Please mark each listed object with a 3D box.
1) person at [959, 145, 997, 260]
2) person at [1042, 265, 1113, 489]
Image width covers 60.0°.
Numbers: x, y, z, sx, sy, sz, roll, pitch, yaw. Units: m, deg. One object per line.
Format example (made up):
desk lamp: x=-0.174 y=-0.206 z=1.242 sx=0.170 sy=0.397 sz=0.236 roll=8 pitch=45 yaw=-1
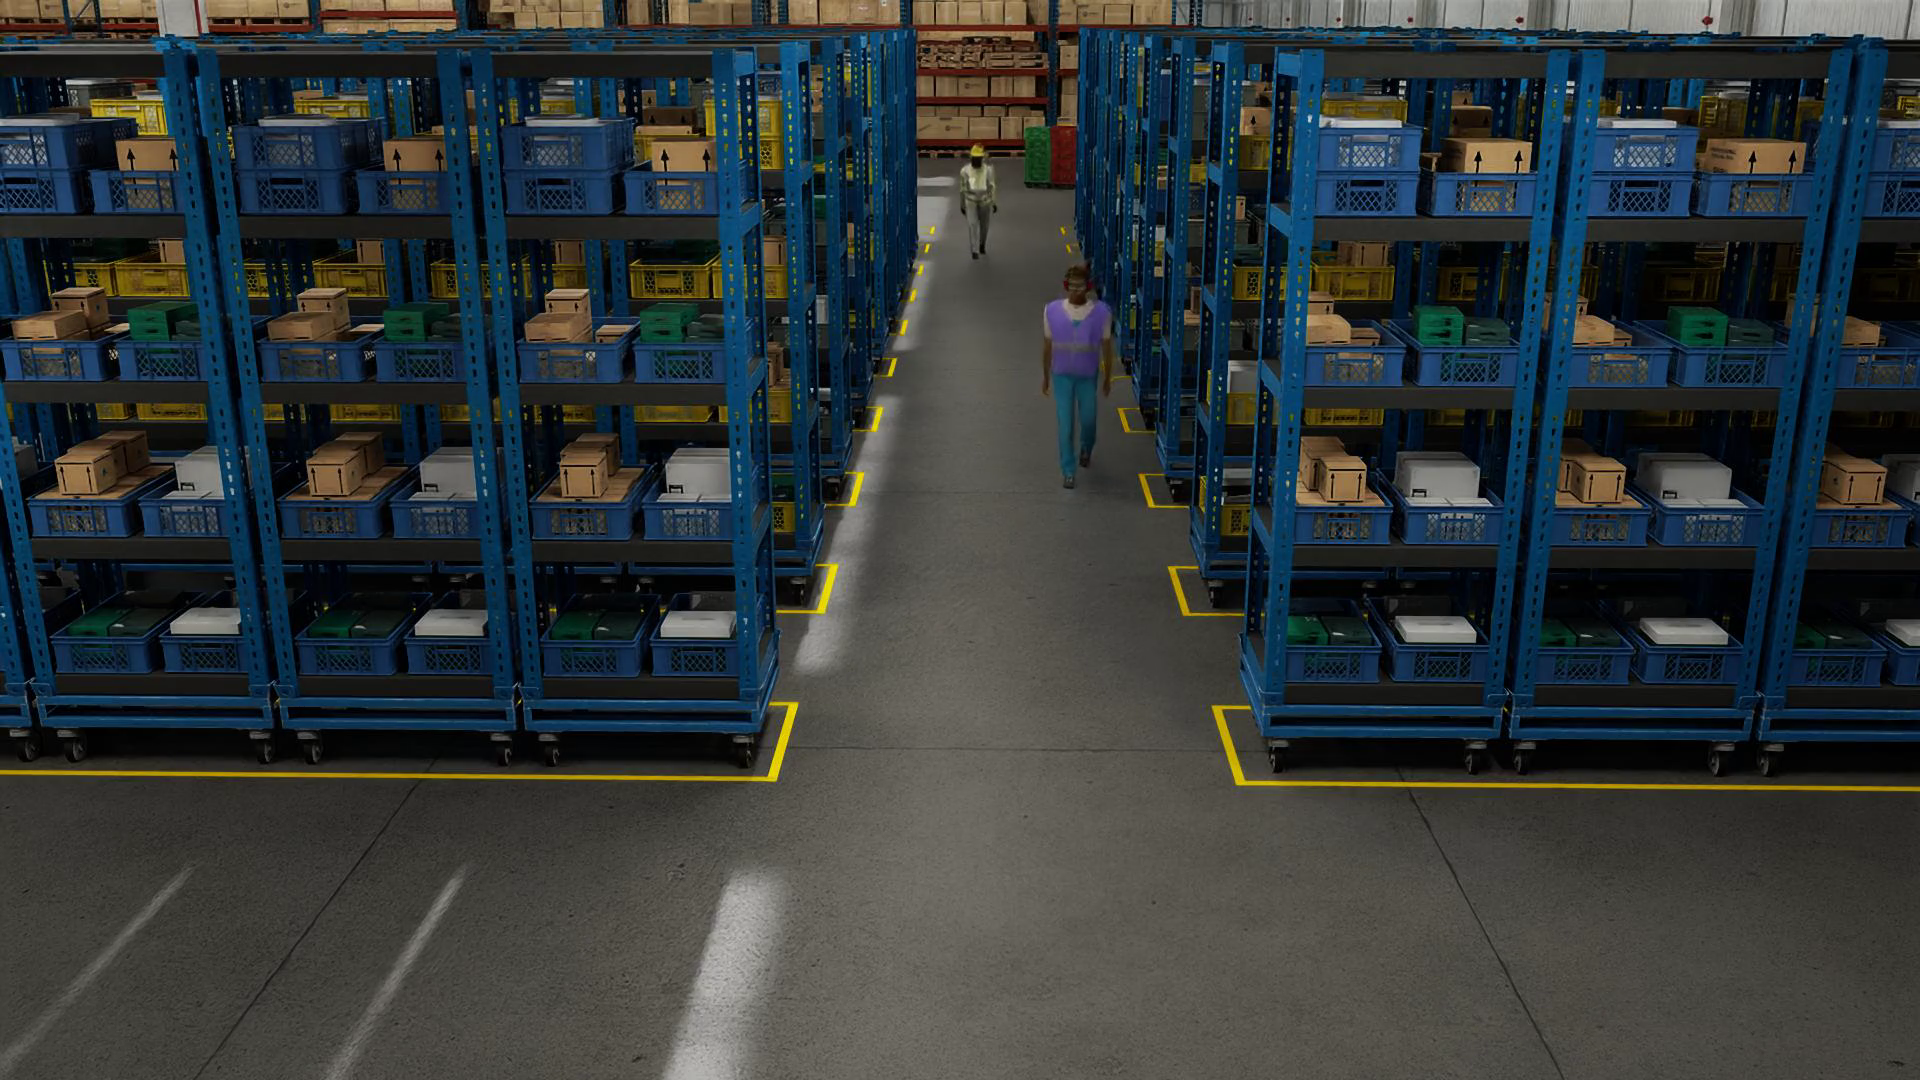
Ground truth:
person: x=0.282 y=-5.461 z=26.811 sx=0.604 sy=1.811 sz=0.760 roll=-1 pitch=17 yaw=-3
person: x=0.960 y=-1.369 z=13.727 sx=0.571 sy=1.830 sz=0.607 roll=2 pitch=17 yaw=5
